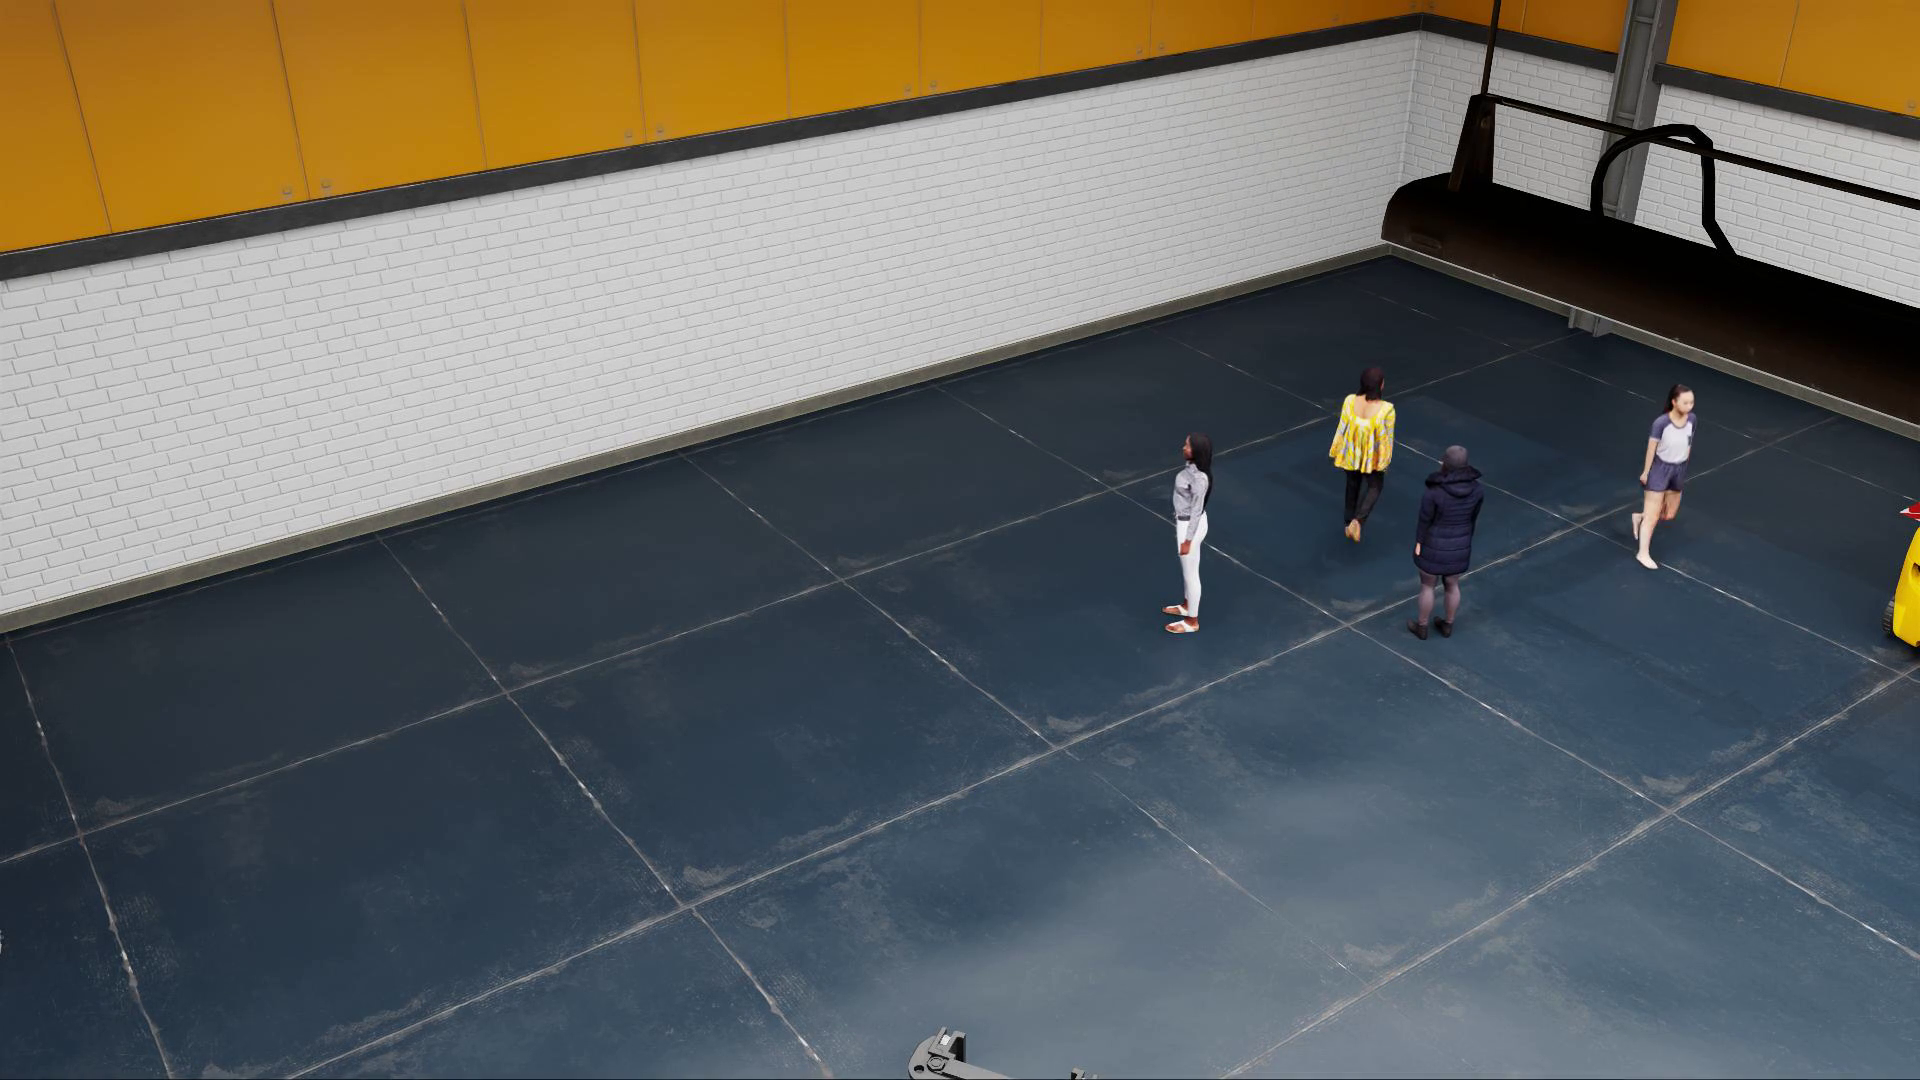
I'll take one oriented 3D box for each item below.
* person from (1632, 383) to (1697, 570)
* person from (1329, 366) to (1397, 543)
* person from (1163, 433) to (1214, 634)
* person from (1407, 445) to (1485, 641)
[{"bbox_3d":[5.960,-0.583,14.215,0.747,1.633,0.882,-7,29,-13],"label":"person"},{"bbox_3d":[3.474,-0.701,14.421,0.901,1.642,0.931,16,32,27],"label":"person"},{"bbox_3d":[1.830,-0.078,13.193,0.731,1.724,0.648,2,29,3],"label":"person"},{"bbox_3d":[3.813,0.020,13.064,0.763,1.675,0.774,-6,29,-11],"label":"person"}]
